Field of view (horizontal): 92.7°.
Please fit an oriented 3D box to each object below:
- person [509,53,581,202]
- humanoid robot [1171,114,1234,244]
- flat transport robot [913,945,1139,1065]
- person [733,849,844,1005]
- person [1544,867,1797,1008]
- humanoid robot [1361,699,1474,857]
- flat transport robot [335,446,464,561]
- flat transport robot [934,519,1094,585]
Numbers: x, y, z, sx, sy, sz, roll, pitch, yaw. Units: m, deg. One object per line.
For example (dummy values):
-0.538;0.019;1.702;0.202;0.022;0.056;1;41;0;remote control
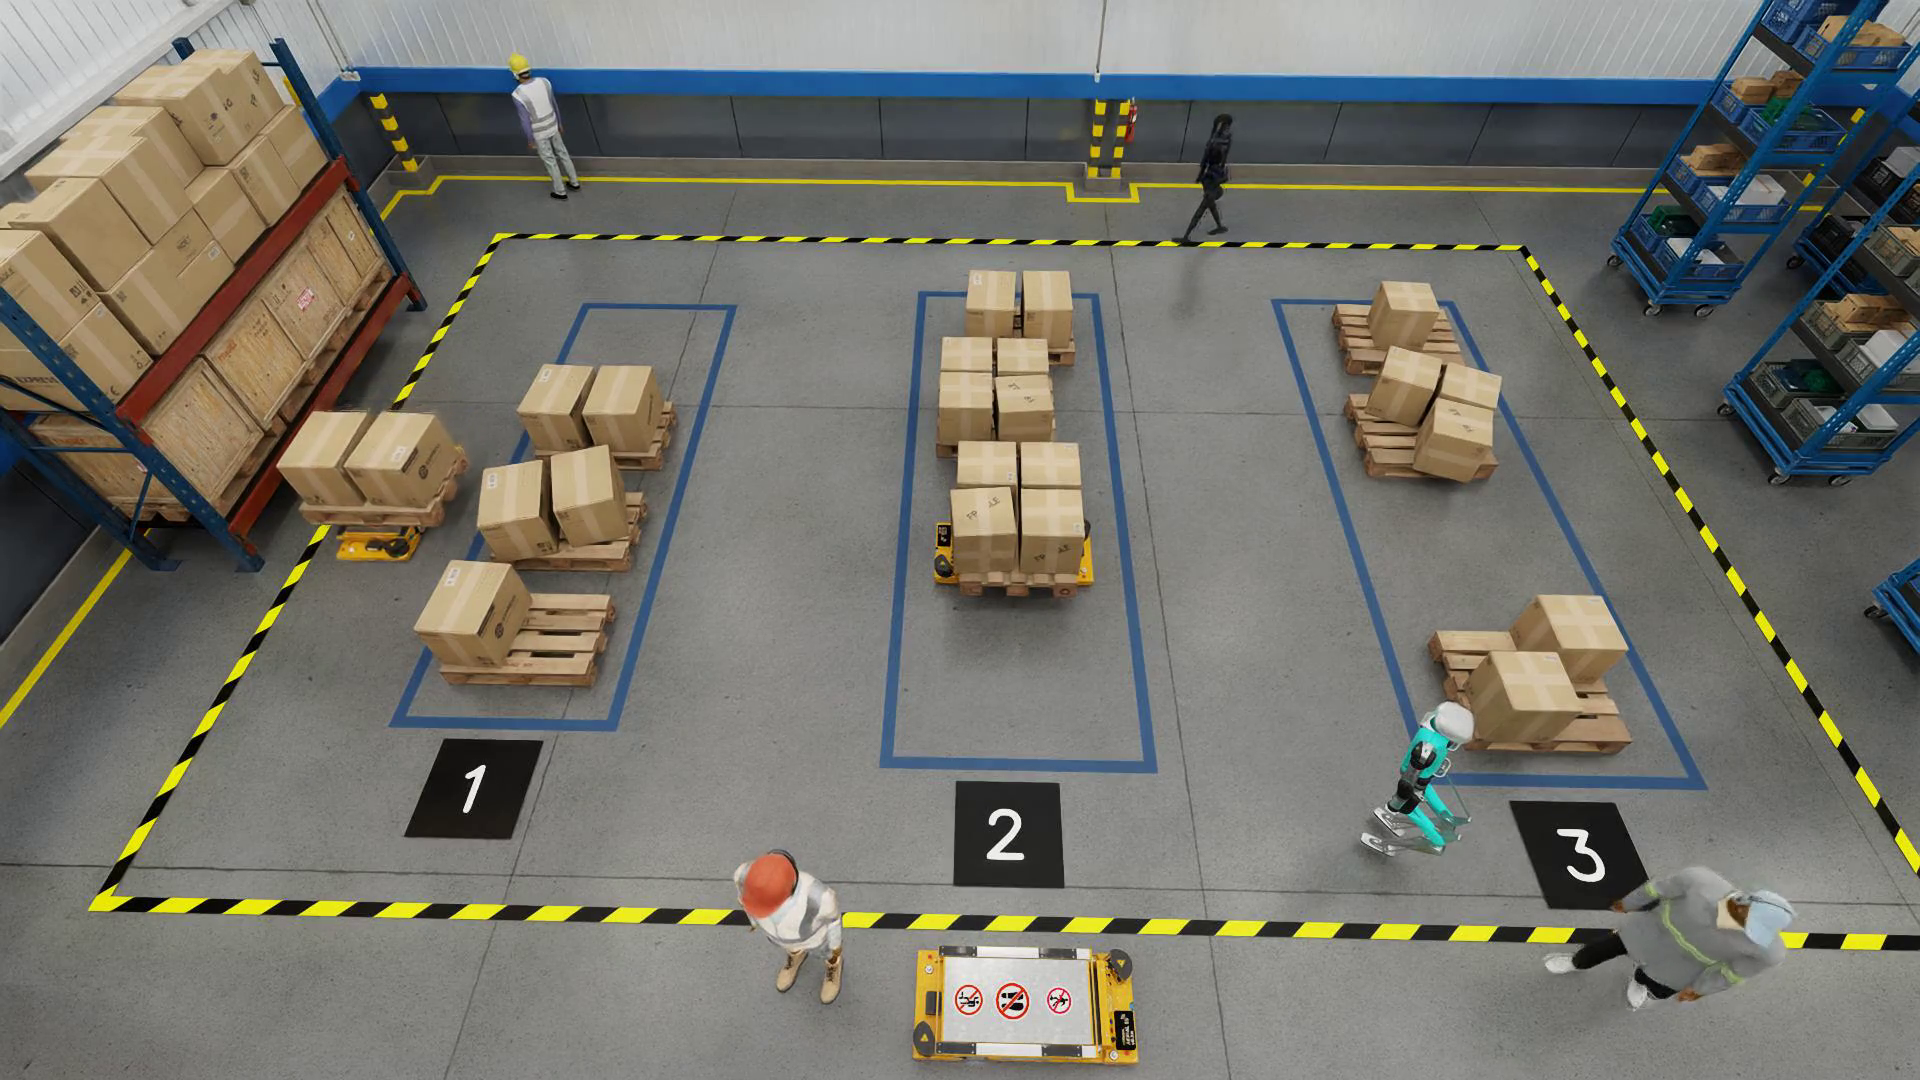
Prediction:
-5.368;-5.276;11.788;0.406;1.829;0.600;23;55;18;person
3.074;-4.412;11.203;0.795;1.625;0.586;-8;51;-6;humanoid robot
0.422;3.041;6.007;1.431;0.231;0.659;1;51;1;flat transport robot
-0.991;2.320;5.452;0.613;2.040;0.373;12;52;10;person
4.319;2.404;5.524;0.504;1.832;0.635;-24;55;-18;person
3.168;1.700;6.065;0.735;1.677;0.533;35;59;25;humanoid robot
-5.380;-0.412;8.804;0.652;0.197;1.431;1;51;1;flat transport robot
0.490;0.087;8.397;1.431;0.197;0.652;1;51;1;flat transport robot
